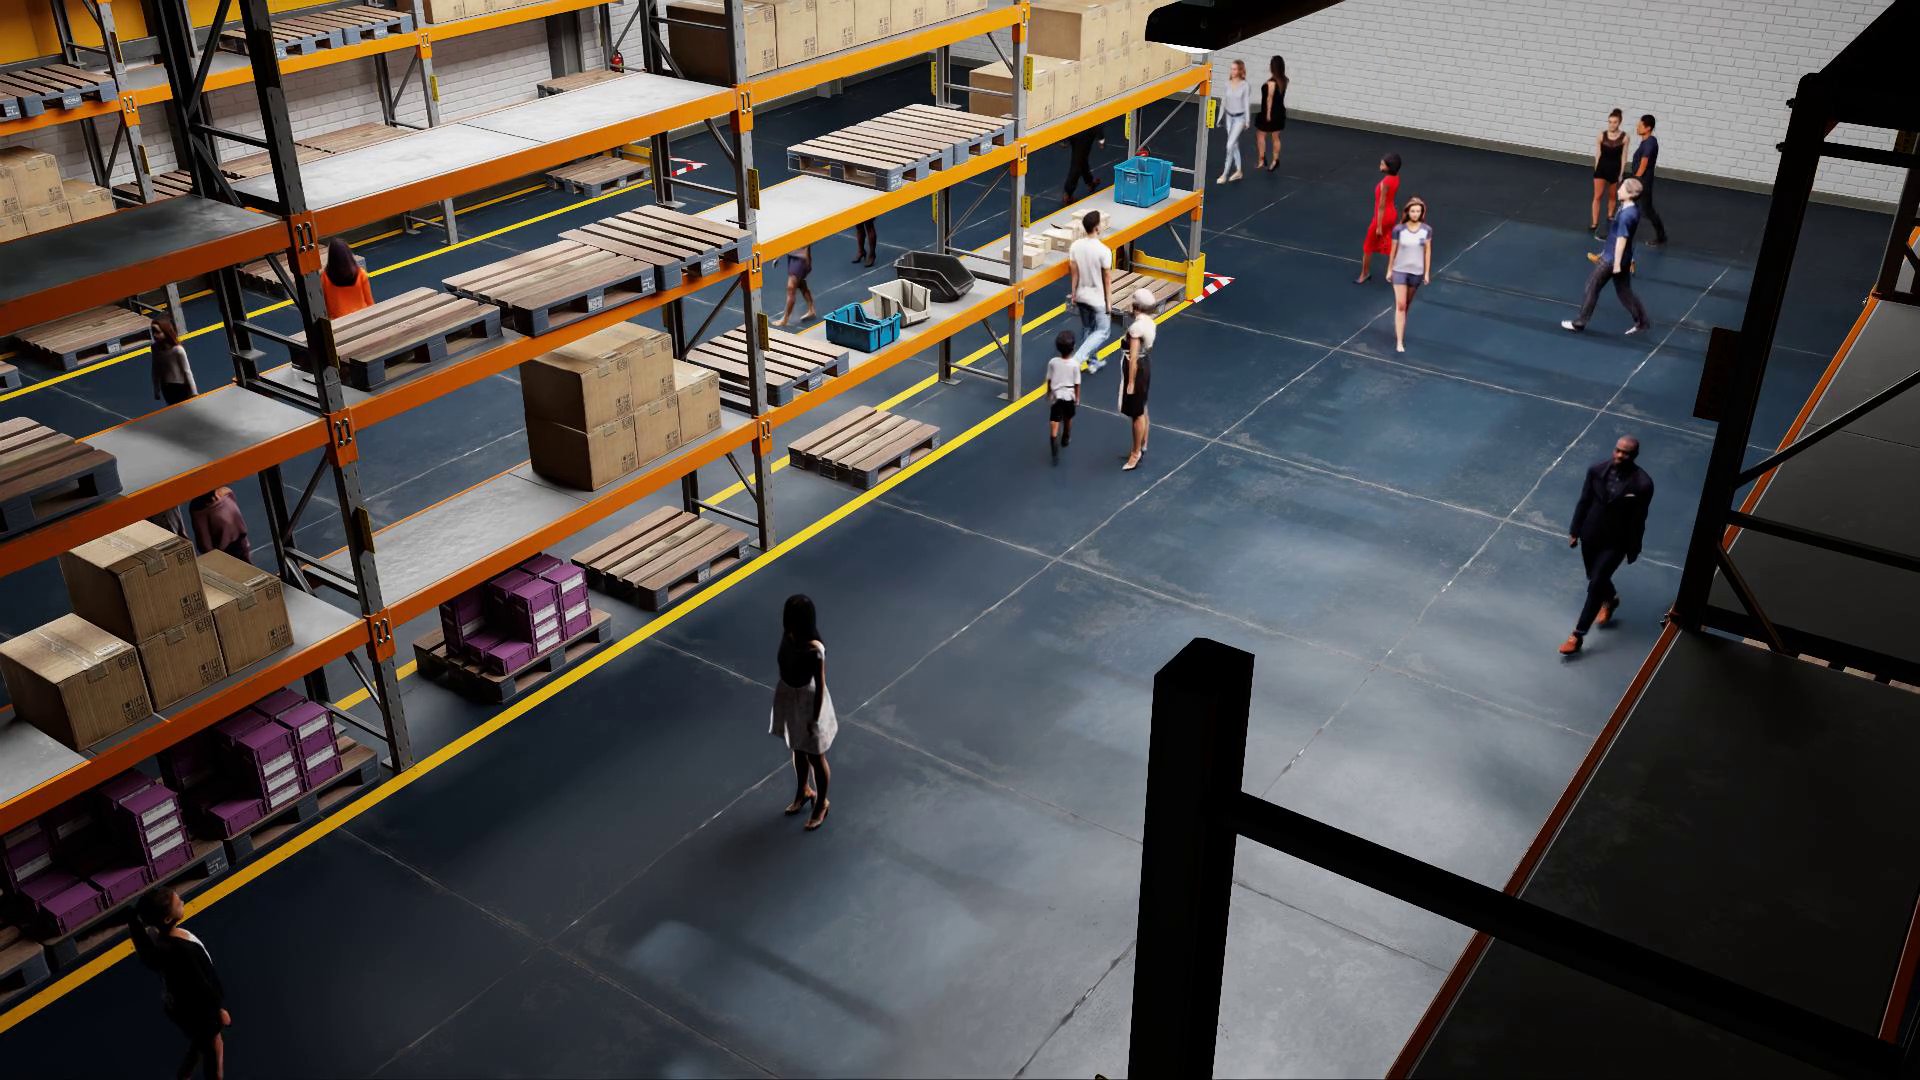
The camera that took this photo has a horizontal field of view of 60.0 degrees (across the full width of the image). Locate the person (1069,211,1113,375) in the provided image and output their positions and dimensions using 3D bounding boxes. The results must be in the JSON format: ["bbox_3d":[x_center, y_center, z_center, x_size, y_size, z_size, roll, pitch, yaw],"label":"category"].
[{"bbox_3d":[1.375,-2.578,17.788,0.774,1.848,1.042,24,37,37],"label":"person"}]

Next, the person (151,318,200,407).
[{"bbox_3d":[-7.587,-1.483,16.185,0.717,1.461,1.024,9,30,17],"label":"person"}]

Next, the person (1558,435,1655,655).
[{"bbox_3d":[5.151,-0.011,13.152,1.270,1.781,0.929,-21,35,-34],"label":"person"}]

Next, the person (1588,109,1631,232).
[{"bbox_3d":[8.777,-4.984,22.419,0.629,1.637,0.855,14,31,23],"label":"person"}]

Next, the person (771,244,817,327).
[{"bbox_3d":[-1.842,-3.288,19.417,0.974,1.534,0.751,-19,34,-30],"label":"person"}]

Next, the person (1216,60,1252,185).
[{"bbox_3d":[4.092,-6.146,24.409,0.952,1.773,0.731,-25,37,-38],"label":"person"}]

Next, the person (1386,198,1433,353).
[{"bbox_3d":[5.055,-3.033,18.794,0.971,1.684,1.161,2,29,4],"label":"person"}]

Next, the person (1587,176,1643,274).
[{"bbox_3d":[8.443,-3.947,20.961,0.821,1.213,0.663,-24,37,-37],"label":"person"}]

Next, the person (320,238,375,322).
[{"bbox_3d":[-6.337,-2.254,17.350,1.134,1.700,1.139,-7,29,-13],"label":"person"}]

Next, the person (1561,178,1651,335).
[{"bbox_3d":[7.558,-3.172,18.896,0.716,1.831,1.100,18,33,29],"label":"person"}]

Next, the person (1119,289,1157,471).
[{"bbox_3d":[1.717,-1.522,15.976,0.801,1.731,0.550,5,29,9],"label":"person"}]

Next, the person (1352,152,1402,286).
[{"bbox_3d":[5.256,-3.831,20.234,0.656,1.707,1.009,19,34,30],"label":"person"}]

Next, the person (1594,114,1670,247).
[{"bbox_3d":[8.981,-4.632,21.663,1.023,1.744,1.194,7,29,13],"label":"person"}]

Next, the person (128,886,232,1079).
[{"bbox_3d":[-4.139,2.490,8.815,0.574,1.544,0.684,23,36,36],"label":"person"}]

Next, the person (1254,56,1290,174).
[{"bbox_3d":[4.753,-6.318,24.802,0.750,1.698,0.608,19,34,31],"label":"person"}]

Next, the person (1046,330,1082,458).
[{"bbox_3d":[1.007,-1.425,16.305,0.709,1.245,0.901,5,29,8],"label":"person"}]

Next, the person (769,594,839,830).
[{"bbox_3d":[-1.041,1.133,11.062,0.729,1.774,0.724,-21,35,-33],"label":"person"}]
